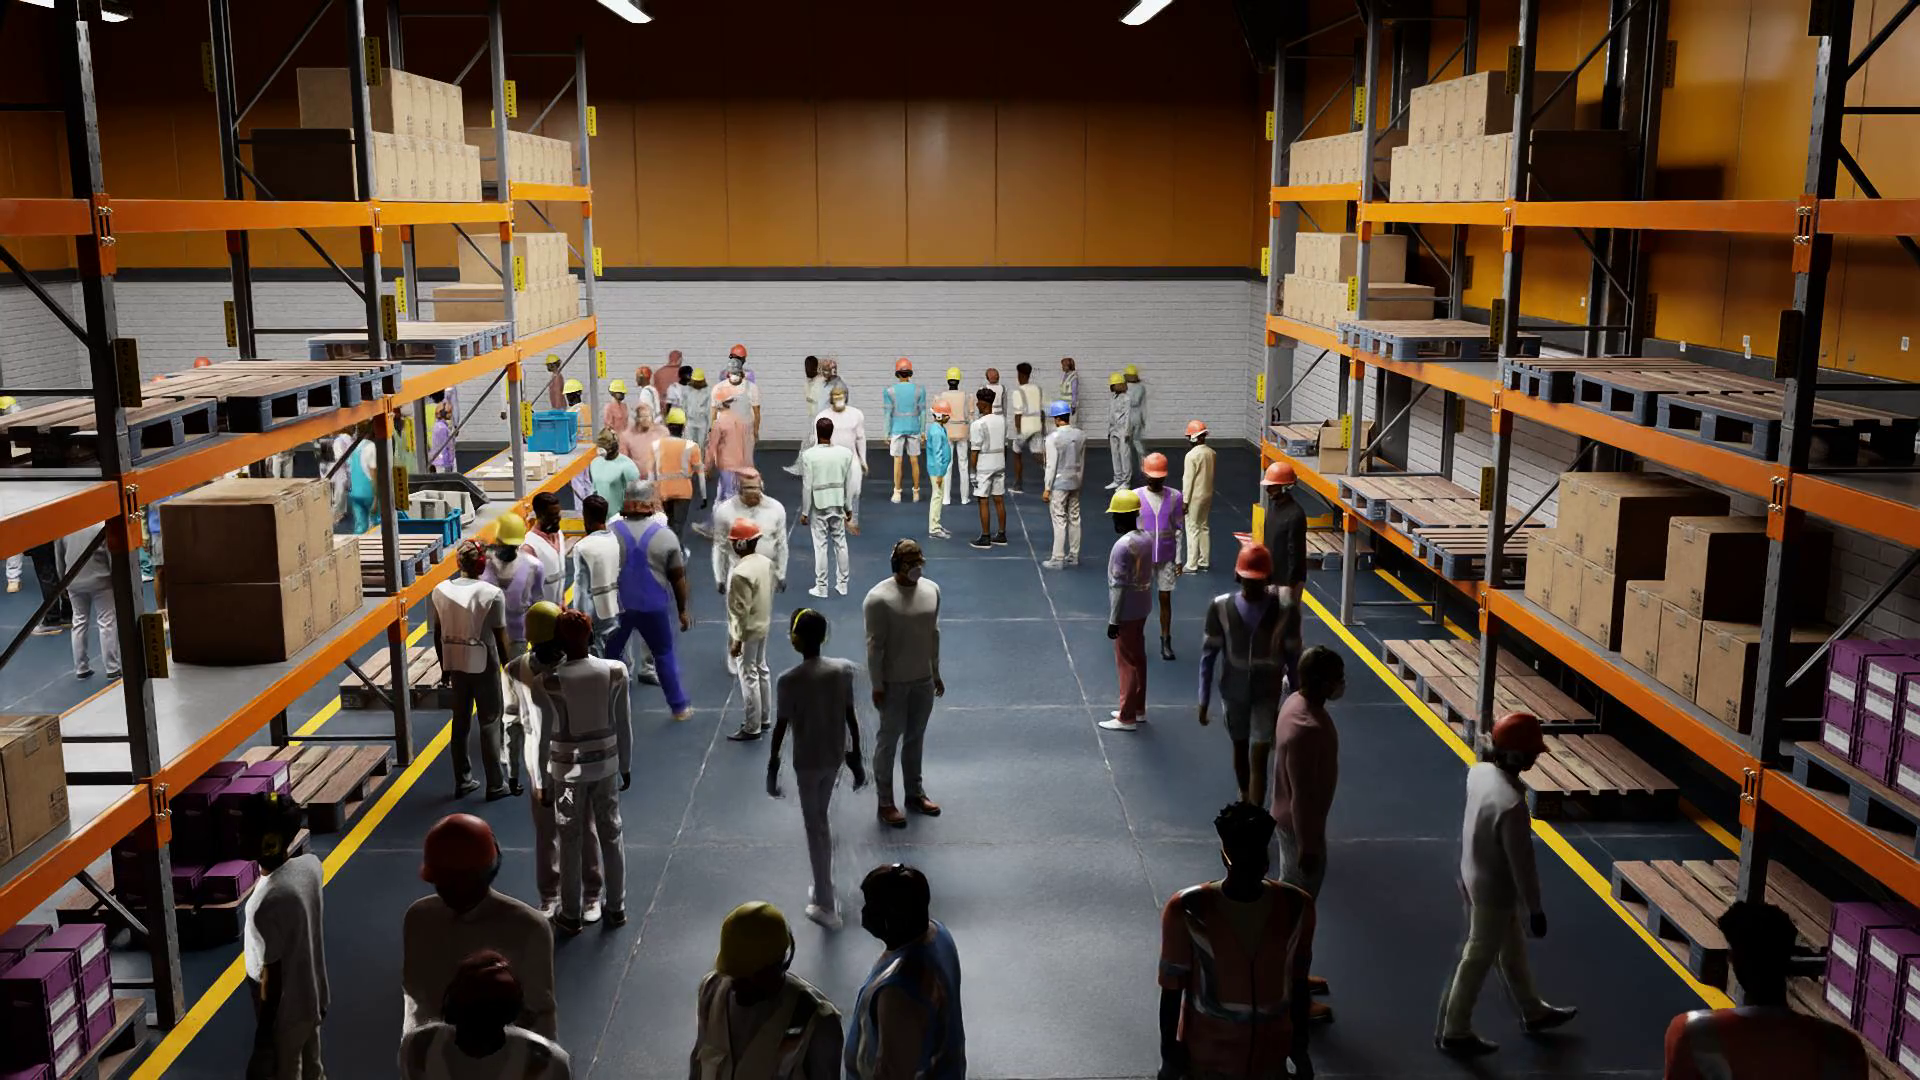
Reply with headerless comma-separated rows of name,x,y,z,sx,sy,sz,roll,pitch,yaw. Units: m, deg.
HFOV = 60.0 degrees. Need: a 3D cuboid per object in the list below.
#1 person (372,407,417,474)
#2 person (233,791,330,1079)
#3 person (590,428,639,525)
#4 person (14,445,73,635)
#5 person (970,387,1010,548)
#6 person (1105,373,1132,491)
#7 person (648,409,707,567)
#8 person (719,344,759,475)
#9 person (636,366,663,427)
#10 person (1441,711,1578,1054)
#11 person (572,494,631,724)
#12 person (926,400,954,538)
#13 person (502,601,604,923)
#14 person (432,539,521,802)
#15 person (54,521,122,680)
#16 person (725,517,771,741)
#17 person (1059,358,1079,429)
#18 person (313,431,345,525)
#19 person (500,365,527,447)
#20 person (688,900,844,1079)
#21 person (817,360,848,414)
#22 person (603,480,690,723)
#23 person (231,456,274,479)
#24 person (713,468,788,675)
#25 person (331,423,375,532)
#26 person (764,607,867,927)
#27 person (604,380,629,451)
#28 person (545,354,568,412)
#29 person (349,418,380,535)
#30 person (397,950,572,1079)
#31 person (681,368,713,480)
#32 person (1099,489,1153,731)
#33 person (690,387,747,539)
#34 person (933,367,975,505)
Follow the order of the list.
person,-6.590,-0.762,19.455,0.692,2.000,1.077,-10,15,-41
person,-2.678,1.886,6.595,0.323,1.875,0.530,0,11,2
person,-3.490,-0.182,16.839,0.627,1.930,0.379,8,14,36
person,-8.871,-0.077,16.127,0.372,1.997,0.622,1,11,3
person,0.345,-0.879,20.265,0.611,1.958,0.368,-11,15,-43
person,2.312,-1.582,24.342,0.326,1.735,0.490,-7,13,-30
person,-3.174,-0.539,18.754,0.614,1.867,0.998,2,11,8
person,-3.381,-1.977,25.536,0.605,2.045,0.378,4,12,19
person,-4.450,-1.554,23.851,0.360,1.874,0.585,1,11,3
person,2.724,1.669,8.056,0.789,1.719,0.582,1,11,3
person,-2.777,0.594,13.001,0.386,1.905,0.603,7,13,30
person,-0.247,-0.892,20.861,0.348,1.740,0.574,0,11,-2
person,-2.322,1.274,9.573,0.591,1.913,0.398,-1,11,-4
person,-3.386,0.908,11.568,0.569,1.843,0.373,4,12,18
person,-7.595,0.363,14.558,0.566,1.744,0.350,0,11,-1
person,-1.653,0.686,12.915,0.331,1.750,0.572,3,12,13
person,1.832,-2.241,27.904,0.315,1.632,0.517,-5,12,-23
person,-8.268,-1.042,21.748,0.320,1.691,0.535,-2,11,-8
person,-7.164,-2.128,26.731,0.350,1.878,0.568,4,12,21
person,-0.689,2.089,5.698,0.586,1.827,0.404,5,13,26
person,-1.907,-1.708,24.564,0.400,1.900,0.642,-7,13,-32
person,-2.569,0.491,13.172,0.874,2.000,0.598,-3,12,-14
person,-8.037,-0.463,18.974,0.279,1.634,0.499,10,15,41
person,-1.809,0.302,14.521,0.640,1.886,0.442,-4,12,-20
person,-7.560,-0.743,20.471,0.837,1.602,0.522,4,12,19
person,-0.865,1.292,9.652,0.580,1.844,0.672,-8,14,-35
person,-4.742,-1.354,23.136,0.336,1.758,0.516,4,12,20
person,-6.587,-2.161,27.198,0.334,1.751,0.539,-3,12,-13
person,-6.618,-0.465,18.585,0.540,1.791,0.687,6,13,26
person,-1.506,2.157,5.297,0.600,1.848,0.682,1,11,3
person,-3.976,-1.744,25.167,0.507,1.711,0.505,-1,11,-5
person,1.319,0.553,13.180,0.386,1.919,0.582,6,13,26
person,-2.944,-0.905,20.413,1.008,1.942,0.613,5,12,22
person,-0.085,-1.438,23.125,0.586,1.928,0.369,-1,11,-5
